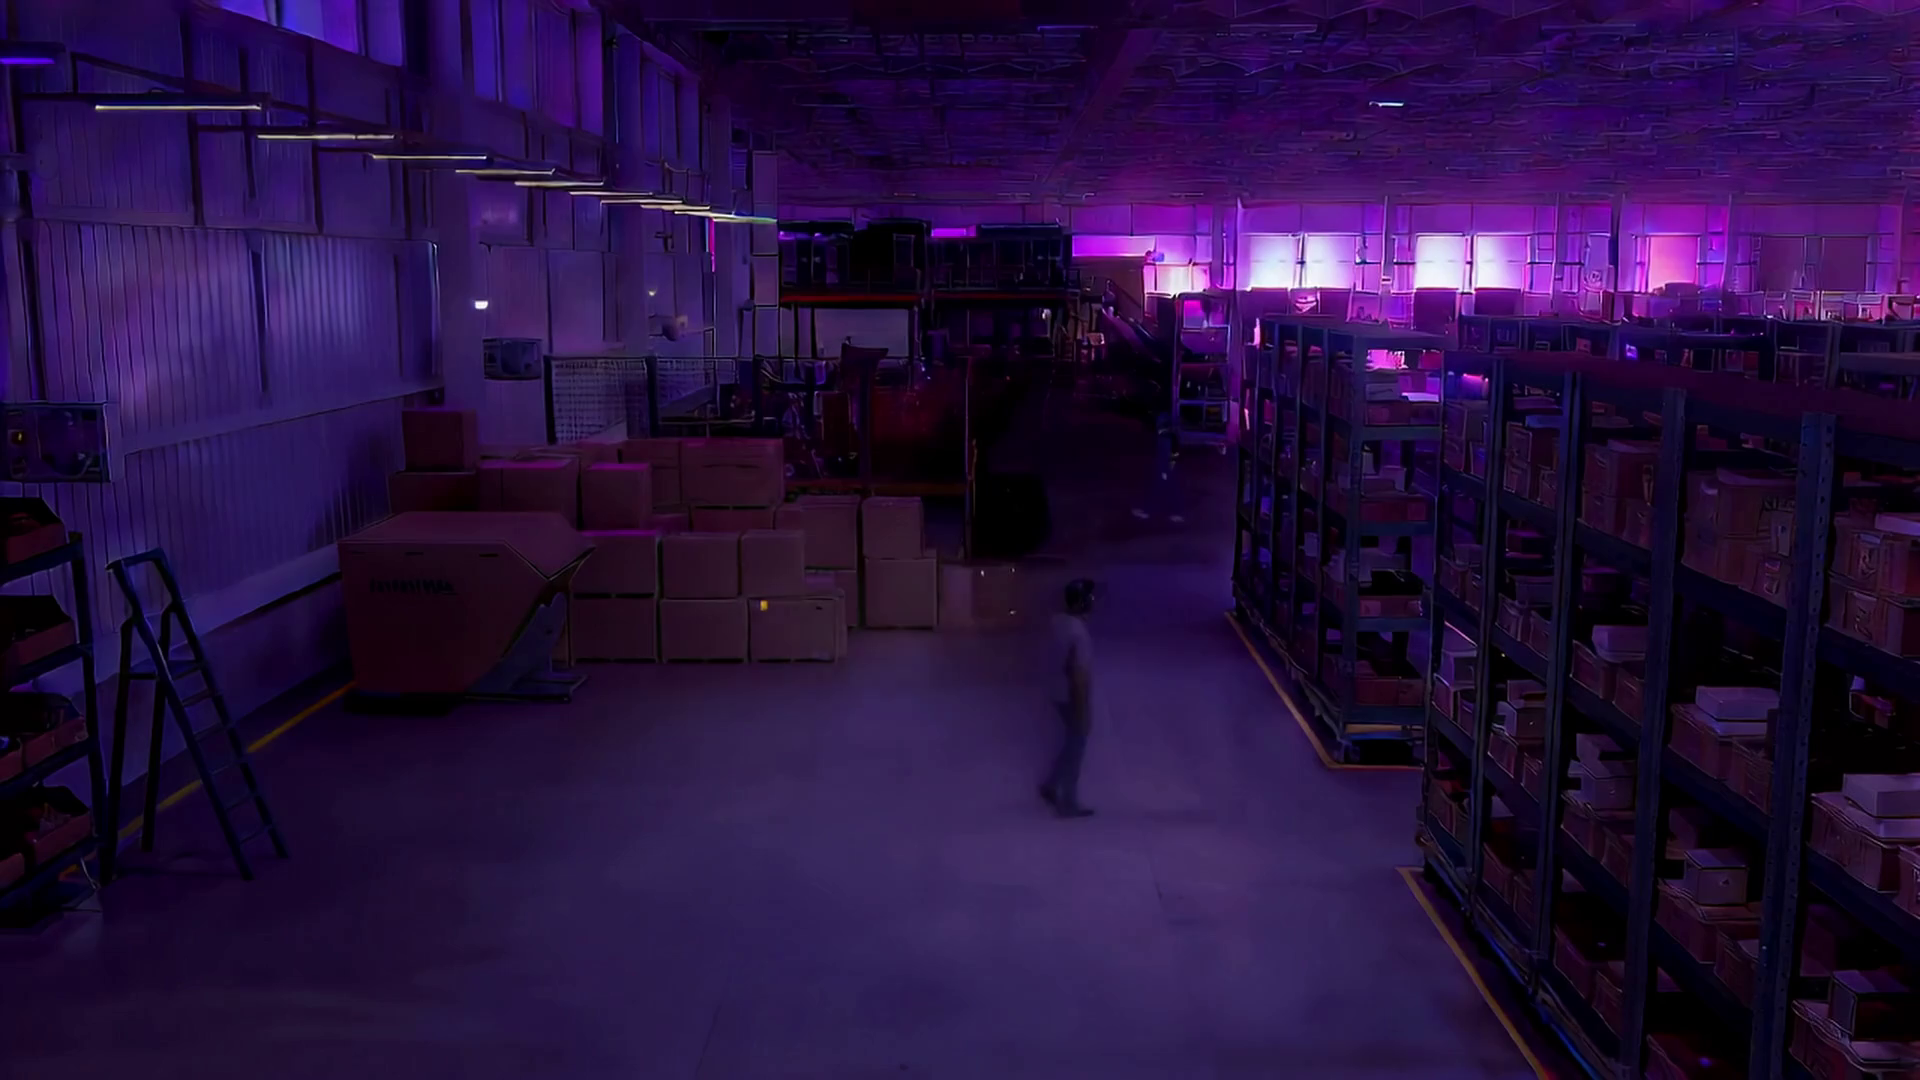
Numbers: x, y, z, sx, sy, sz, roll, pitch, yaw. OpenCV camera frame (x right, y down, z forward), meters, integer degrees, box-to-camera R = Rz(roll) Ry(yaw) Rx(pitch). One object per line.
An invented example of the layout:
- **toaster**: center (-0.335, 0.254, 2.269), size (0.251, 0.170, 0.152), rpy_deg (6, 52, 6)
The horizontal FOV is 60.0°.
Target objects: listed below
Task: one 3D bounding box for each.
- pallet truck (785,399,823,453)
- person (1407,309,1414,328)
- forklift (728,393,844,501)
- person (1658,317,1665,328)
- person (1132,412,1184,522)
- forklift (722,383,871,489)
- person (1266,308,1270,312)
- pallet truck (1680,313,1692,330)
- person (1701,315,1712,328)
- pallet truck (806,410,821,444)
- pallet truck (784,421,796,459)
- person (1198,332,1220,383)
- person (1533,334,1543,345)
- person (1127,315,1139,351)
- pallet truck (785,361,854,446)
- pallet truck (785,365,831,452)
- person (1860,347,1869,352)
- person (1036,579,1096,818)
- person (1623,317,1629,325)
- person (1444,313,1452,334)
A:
- **pallet truck**: center (-3.814, -2.432, 36.419), size (1.630, 1.274, 0.653), rpy_deg (0, 9, 1)
- **person**: center (25.611, -12.191, 94.734), size (0.399, 1.918, 0.591), rpy_deg (8, 12, 39)
- **forklift**: center (-2.979, -1.316, 26.476), size (2.680, 1.987, 1.157), rpy_deg (0, 9, 1)
- **person**: center (36.181, -10.642, 85.866), size (0.551, 1.684, 0.360), rpy_deg (-8, 12, -42)
- **person**: center (3.303, -1.201, 27.318), size (0.925, 1.783, 0.590), rpy_deg (7, 12, 37)
- **forklift**: center (-2.893, -1.687, 28.729), size (2.680, 1.987, 1.157), rpy_deg (0, 9, -1)
- **person**: center (17.877, -12.479, 96.472), size (0.547, 1.928, 0.385), rpy_deg (-5, 11, -31)
- **pallet truck**: center (36.315, -10.531, 84.244), size (0.823, 1.965, 1.885), rpy_deg (-6, 11, -33)
- **person**: center (39.541, -11.053, 88.160), size (0.961, 1.769, 0.550), rpy_deg (-1, 9, -8)
- **pallet truck**: center (-3.559, -2.018, 33.905), size (1.522, 1.261, 0.704), rpy_deg (0, 9, -1)
- **pallet truck**: center (-4.013, -1.793, 32.705), size (1.601, 1.201, 0.680), rpy_deg (0, 9, 1)
- **person**: center (9.077, -6.691, 60.523), size (0.968, 1.999, 0.633), rpy_deg (4, 10, 23)
- **person**: center (24.123, -8.183, 69.757), size (0.621, 1.997, 0.372), rpy_deg (0, 9, 1)
- **person**: center (8.865, -10.559, 84.895), size (0.627, 1.844, 0.429), rpy_deg (5, 11, 29)
- **pallet truck**: center (-3.410, -3.193, 38.978), size (1.885, 1.965, 0.823), rpy_deg (0, 9, -1)
- **pallet truck**: center (-3.774, -2.976, 37.635), size (1.885, 1.965, 0.823), rpy_deg (1, 9, 5)
- **person**: center (27.191, -4.914, 50.159), size (0.616, 1.815, 0.480), rpy_deg (0, 9, 0)
- **person**: center (0.843, 1.186, 12.468), size (0.441, 1.830, 0.599), rpy_deg (-3, 10, -16)
- **person**: center (31.070, -9.444, 77.782), size (0.591, 1.918, 0.412), rpy_deg (4, 10, 25)
- **person**: center (25.155, -10.759, 85.850), size (0.425, 1.938, 0.603), rpy_deg (-3, 10, -15)
